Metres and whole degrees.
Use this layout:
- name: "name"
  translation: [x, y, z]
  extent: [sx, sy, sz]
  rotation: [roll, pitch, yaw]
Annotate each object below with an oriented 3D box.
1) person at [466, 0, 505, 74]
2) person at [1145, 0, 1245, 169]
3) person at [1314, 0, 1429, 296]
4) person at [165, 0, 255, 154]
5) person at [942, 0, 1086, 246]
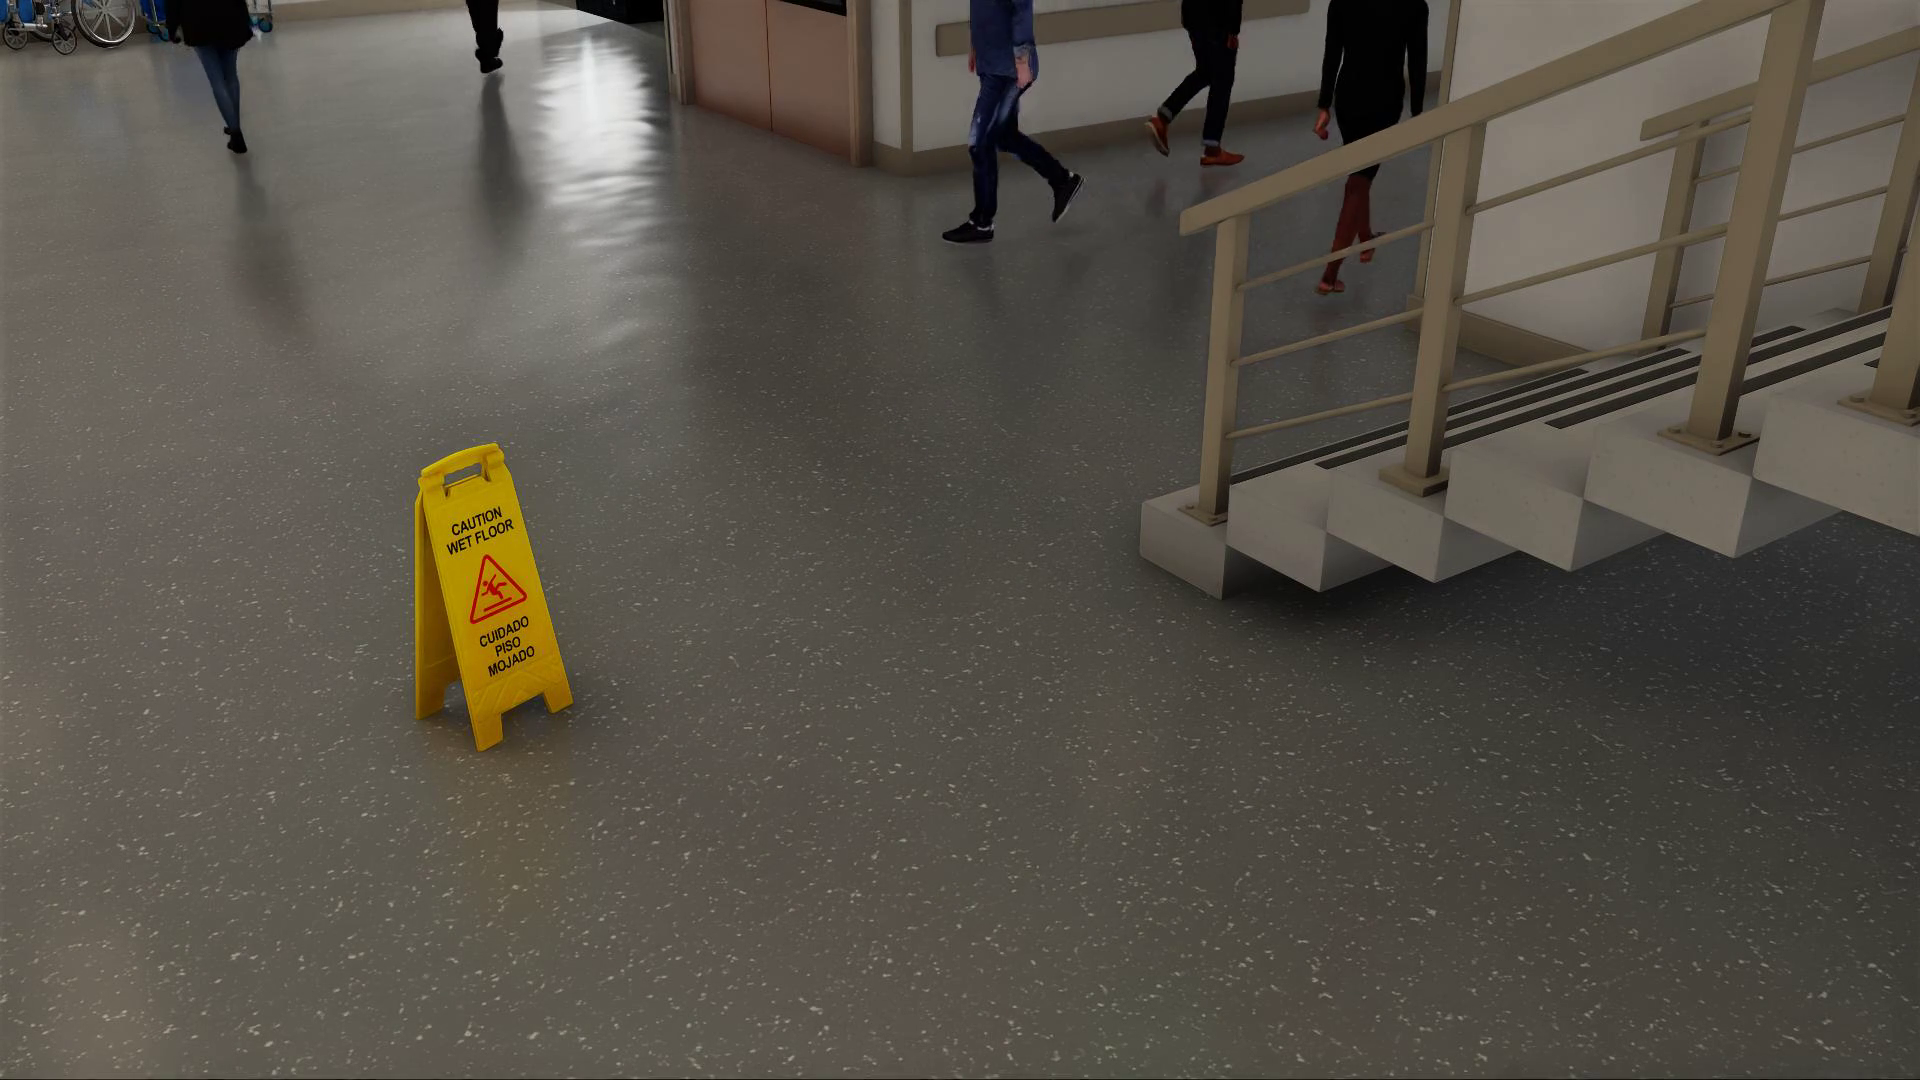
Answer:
- name: "person"
  translation: [-3.836, -4.652, 13.193]
  extent: [1.153, 1.853, 1.259]
  rotation: [2, 26, 5]
- name: "person"
  translation: [1.465, -3.182, 10.200]
  extent: [0.866, 1.806, 0.892]
  rotation: [-11, 28, -21]
- name: "person"
  translation: [1.895, -1.963, 7.831]
  extent: [1.236, 1.667, 1.044]
  rotation: [14, 29, 27]
- name: "person"
  translation: [-4.773, -3.303, 10.665]
  extent: [0.678, 1.620, 0.800]
  rotation: [-21, 32, -36]
- name: "person"
  translation: [0.292, -2.453, 8.697]
  extent: [1.012, 1.799, 1.120]
  rotation: [-6, 26, -13]
